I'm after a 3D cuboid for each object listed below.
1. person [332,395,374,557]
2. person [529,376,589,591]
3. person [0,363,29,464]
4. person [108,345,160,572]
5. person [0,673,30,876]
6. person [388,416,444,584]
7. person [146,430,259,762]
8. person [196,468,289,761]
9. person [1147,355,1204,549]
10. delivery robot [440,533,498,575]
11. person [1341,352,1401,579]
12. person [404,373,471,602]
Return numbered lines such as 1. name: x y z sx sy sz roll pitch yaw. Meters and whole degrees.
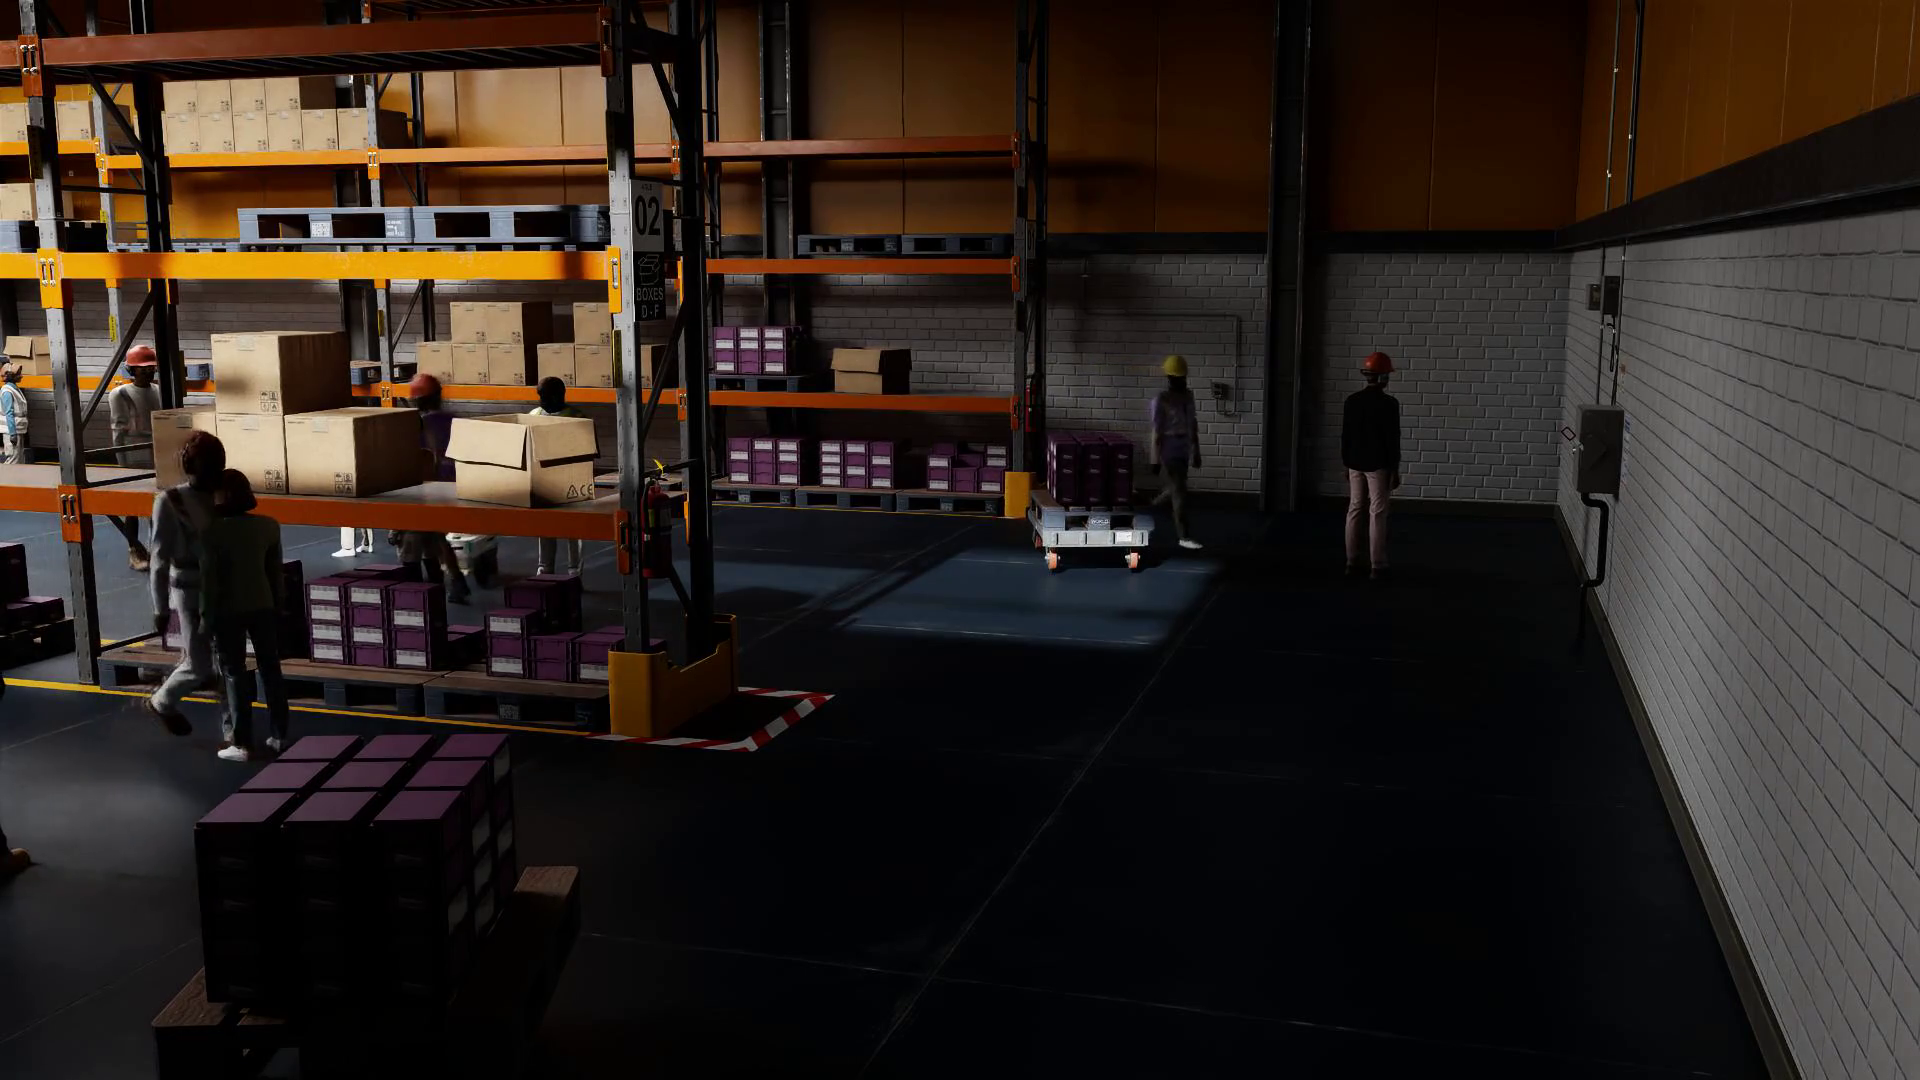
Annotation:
1. person: -5.794 -0.649 15.753 0.315 1.636 0.515 5 10 27
2. person: -3.391 -0.451 13.942 0.621 1.838 0.429 3 10 20
3. person: -11.053 -1.252 19.448 0.315 1.629 0.509 -4 10 -20
4. person: -7.368 -0.745 15.092 0.382 2.045 0.605 5 10 26
5. person: -4.562 0.518 7.407 0.683 2.000 0.538 0 9 2
6. person: -4.036 -0.116 12.314 0.322 1.696 0.536 3 10 19
7. person: -4.254 0.305 9.263 0.683 1.862 0.588 5 11 30
8. person: -4.005 0.414 9.280 0.279 1.631 0.504 7 12 37
9. person: 2.077 -0.878 16.355 0.757 1.909 0.638 8 12 41
10. delivery robot: -4.307 0.043 14.532 0.477 0.478 0.707 1 9 3
11. person: 3.648 -0.658 14.712 0.387 1.996 0.611 -6 11 -34
12. person: -4.316 -0.444 13.787 0.934 1.882 0.559 6 11 32
